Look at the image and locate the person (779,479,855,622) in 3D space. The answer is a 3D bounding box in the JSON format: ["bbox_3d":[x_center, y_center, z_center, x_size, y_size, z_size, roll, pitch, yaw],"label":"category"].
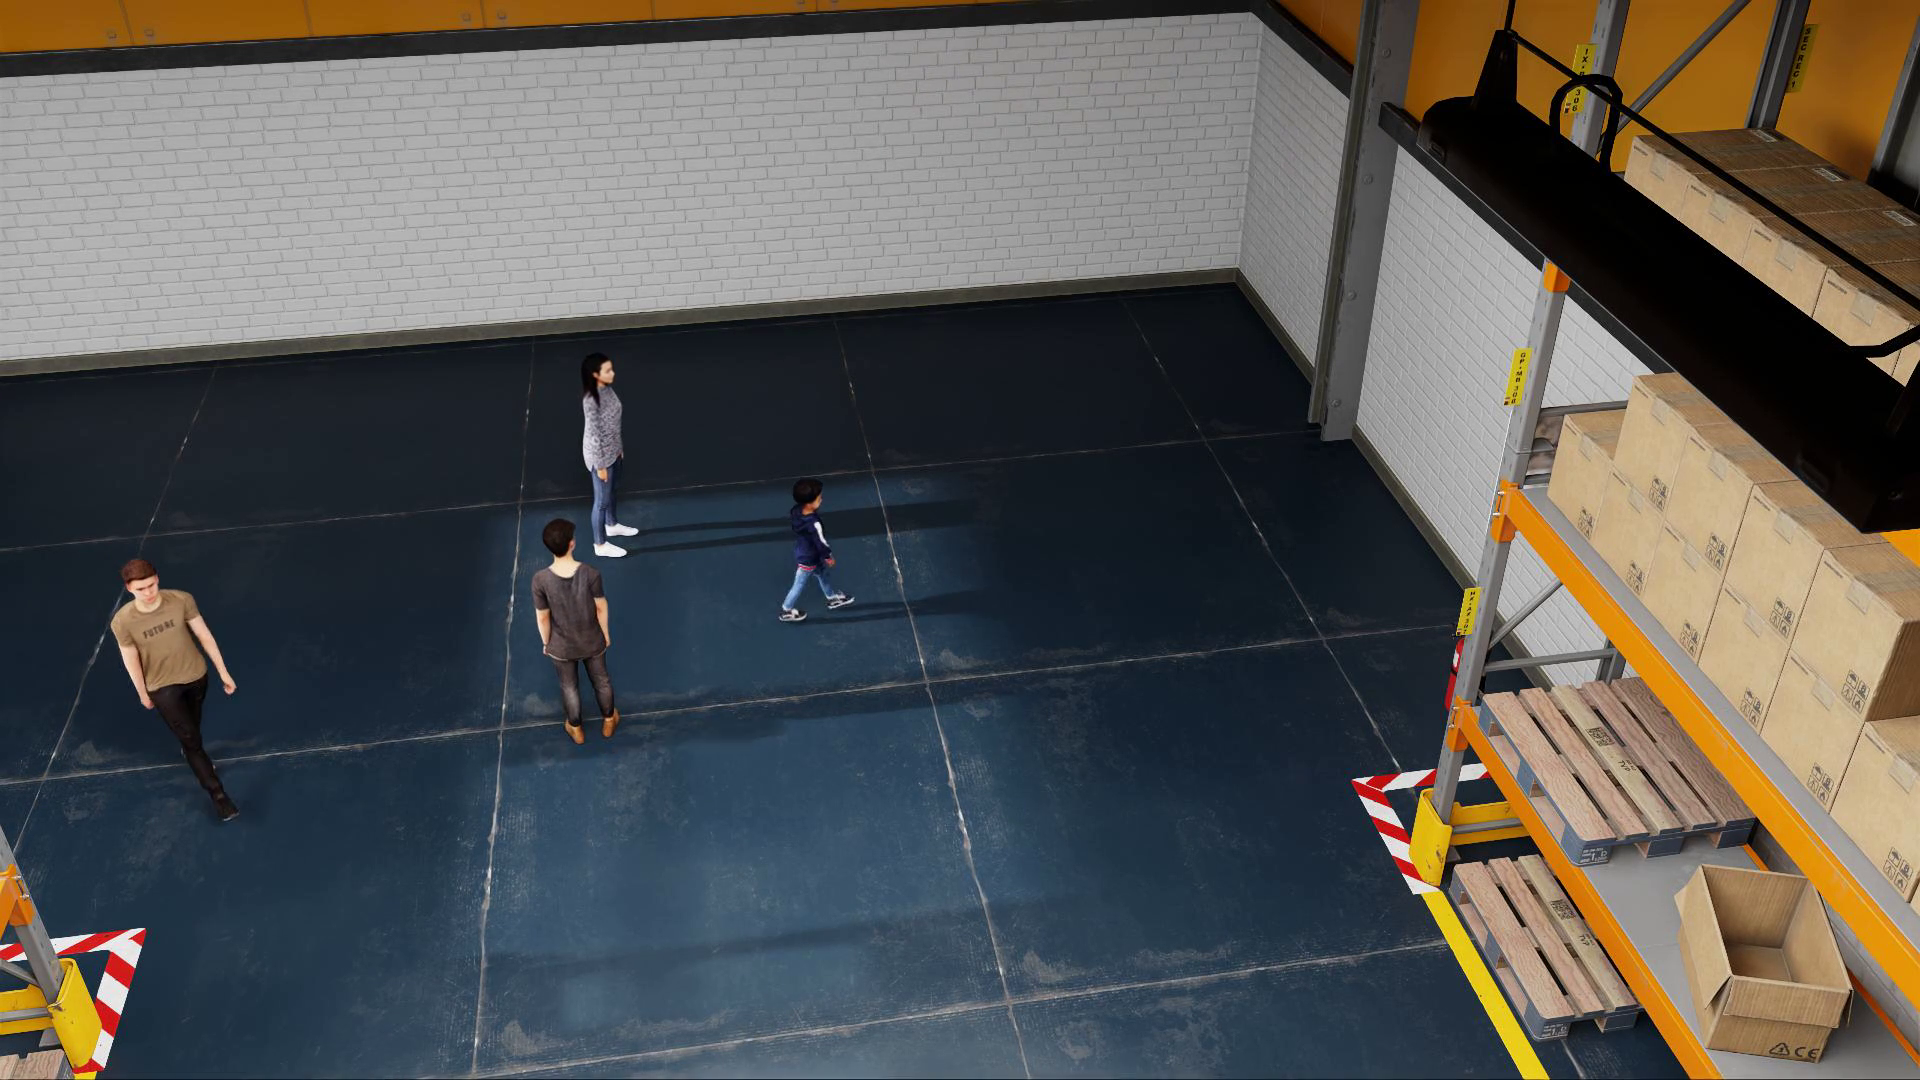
[{"bbox_3d":[-1.173,0.110,12.313,0.617,1.191,0.770,-10,35,-15],"label":"person"}]

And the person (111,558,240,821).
[{"bbox_3d":[-5.025,0.856,10.635,1.130,1.805,1.317,-28,42,-35],"label":"person"}]

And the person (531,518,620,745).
[{"bbox_3d":[-2.558,0.624,11.069,0.622,1.714,0.555,-8,34,-11],"label":"person"}]

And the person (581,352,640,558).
[{"bbox_3d":[-2.791,-0.689,13.030,0.725,1.729,0.574,5,34,7],"label":"person"}]
